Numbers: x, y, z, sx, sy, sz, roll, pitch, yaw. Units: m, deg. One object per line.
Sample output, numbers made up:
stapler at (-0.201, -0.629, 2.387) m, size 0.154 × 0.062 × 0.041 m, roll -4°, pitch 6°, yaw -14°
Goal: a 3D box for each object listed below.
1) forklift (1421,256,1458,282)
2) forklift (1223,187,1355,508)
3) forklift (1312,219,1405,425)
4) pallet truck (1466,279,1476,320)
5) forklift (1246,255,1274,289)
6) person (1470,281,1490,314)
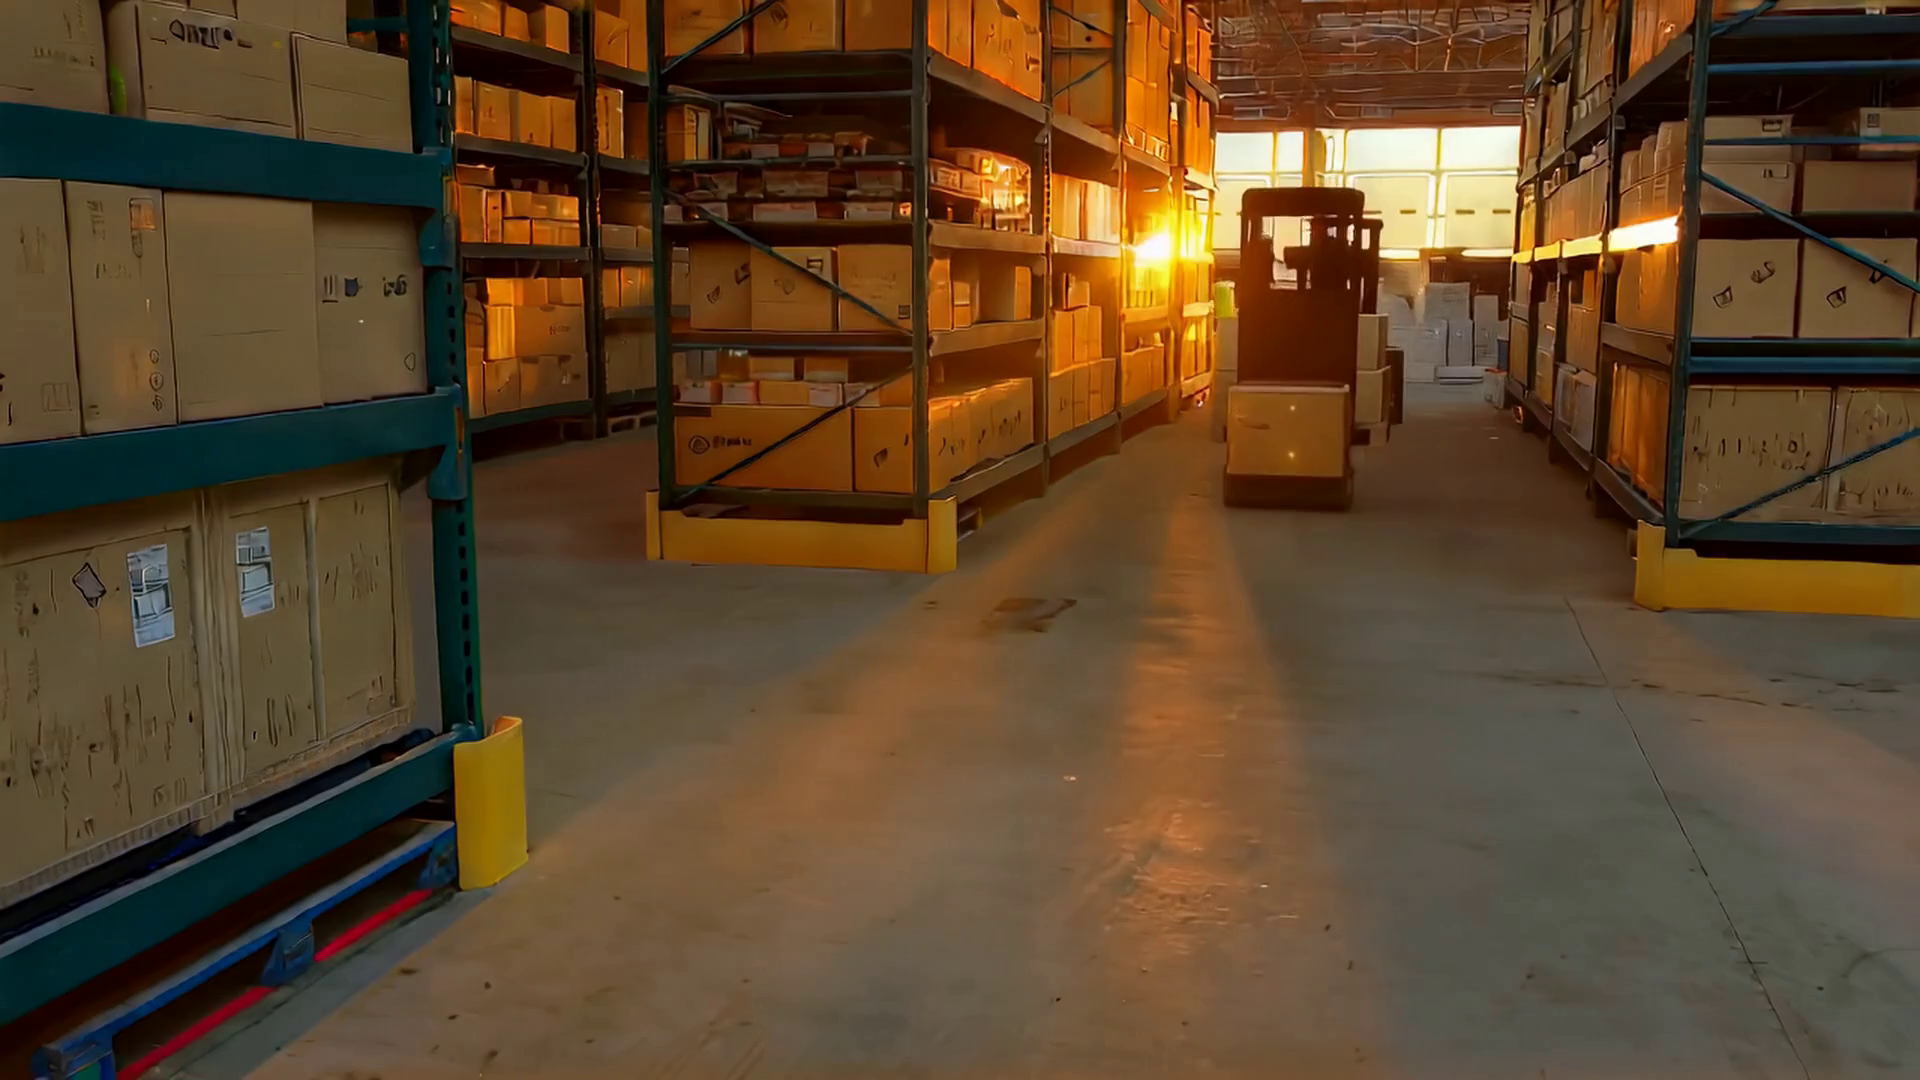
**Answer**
forklift at (12.220, -6.096, 42.499) m, size 1.129 × 2.768 × 1.873 m, roll 2°, pitch 9°, yaw 15°
forklift at (3.039, -1.780, 15.081) m, size 1.129 × 2.768 × 1.873 m, roll 2°, pitch 9°, yaw 15°
forklift at (5.323, -3.026, 22.996) m, size 1.129 × 2.768 × 1.873 m, roll -2°, pitch 9°, yaw -10°
pallet truck at (18.896, -8.459, 60.307) m, size 1.885 × 1.965 × 0.823 m, roll 5°, pitch 10°, yaw 31°
forklift at (10.478, -8.583, 58.304) m, size 1.129 × 2.768 × 1.873 m, roll 0°, pitch 9°, yaw -1°
person at (17.122, -7.555, 54.788) m, size 0.646 × 1.923 × 0.521 m, roll 6°, pitch 11°, yaw 32°
